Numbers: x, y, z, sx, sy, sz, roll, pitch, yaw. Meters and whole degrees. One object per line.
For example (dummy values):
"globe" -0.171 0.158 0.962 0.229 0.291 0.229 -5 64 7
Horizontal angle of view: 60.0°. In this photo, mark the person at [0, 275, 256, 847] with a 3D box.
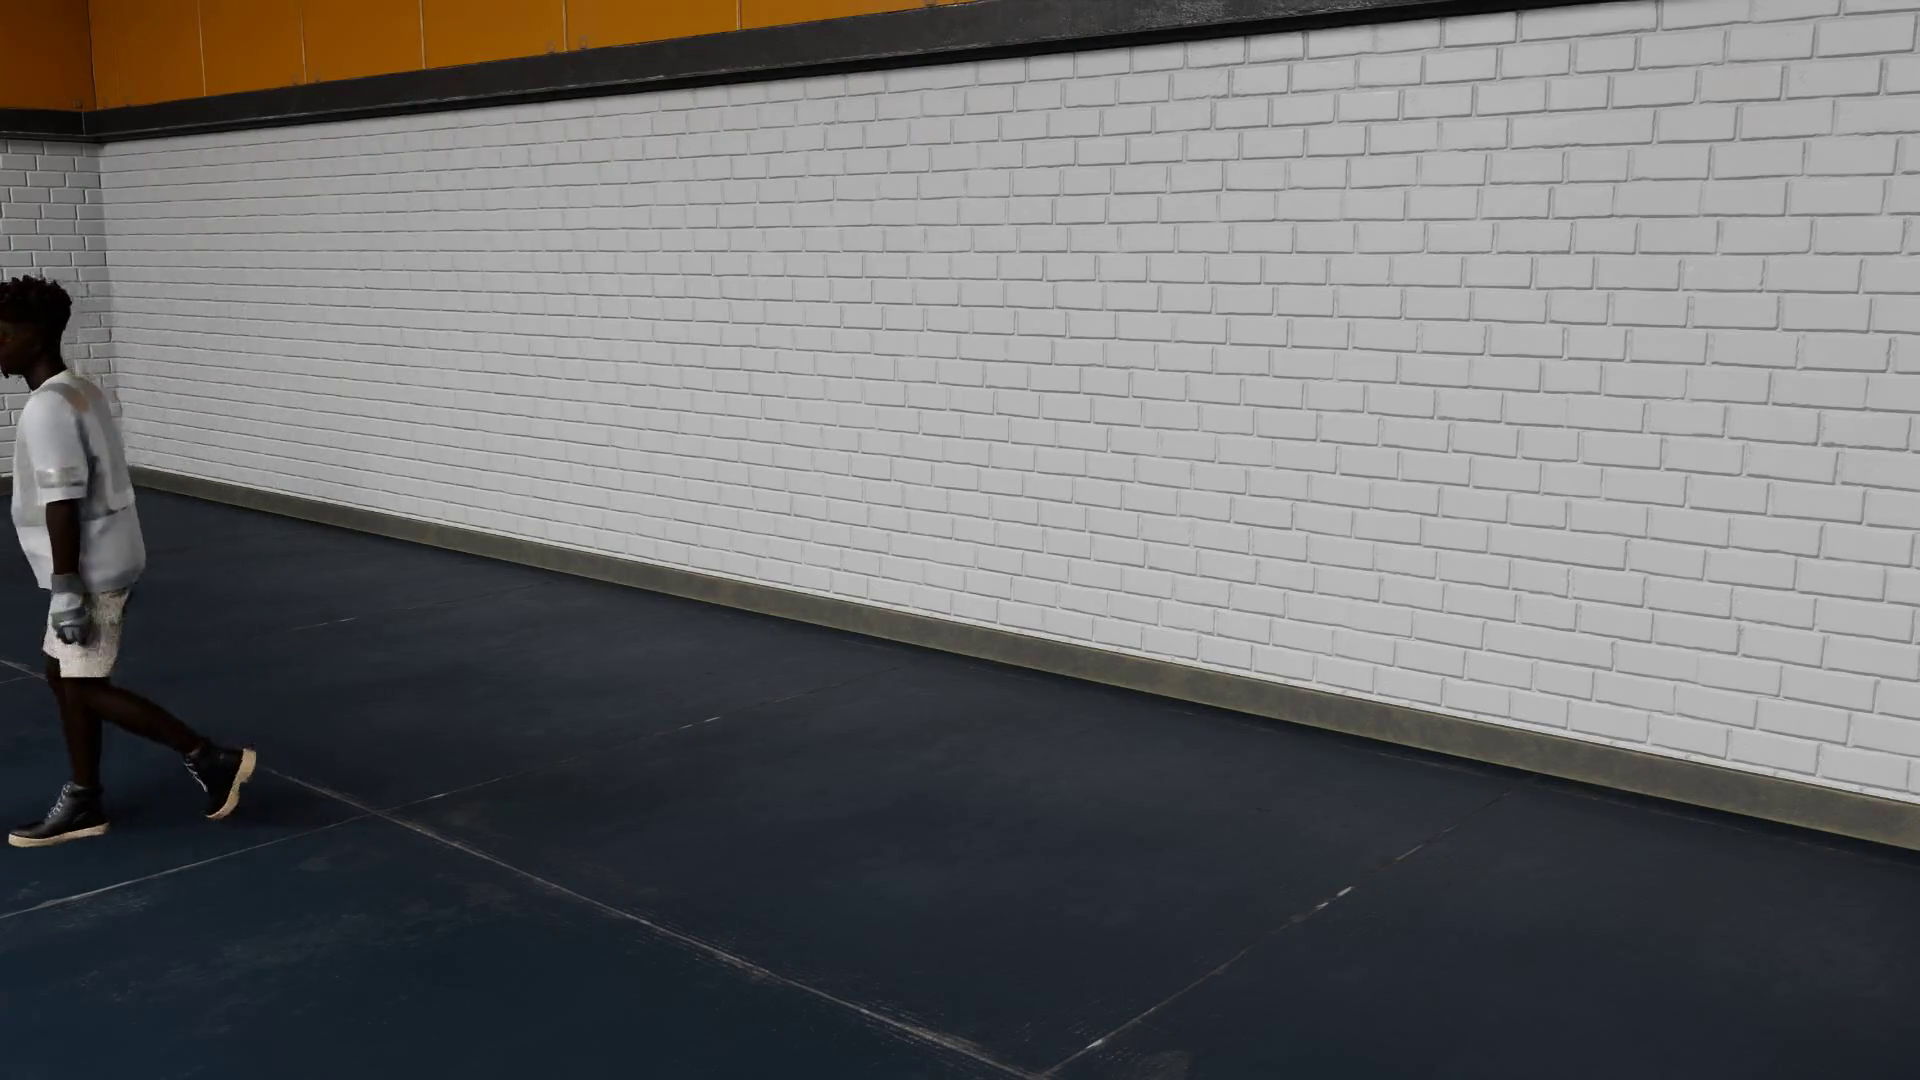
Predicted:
"person" -2.849 0.083 5.598 0.728 1.945 0.612 -4 11 -21
